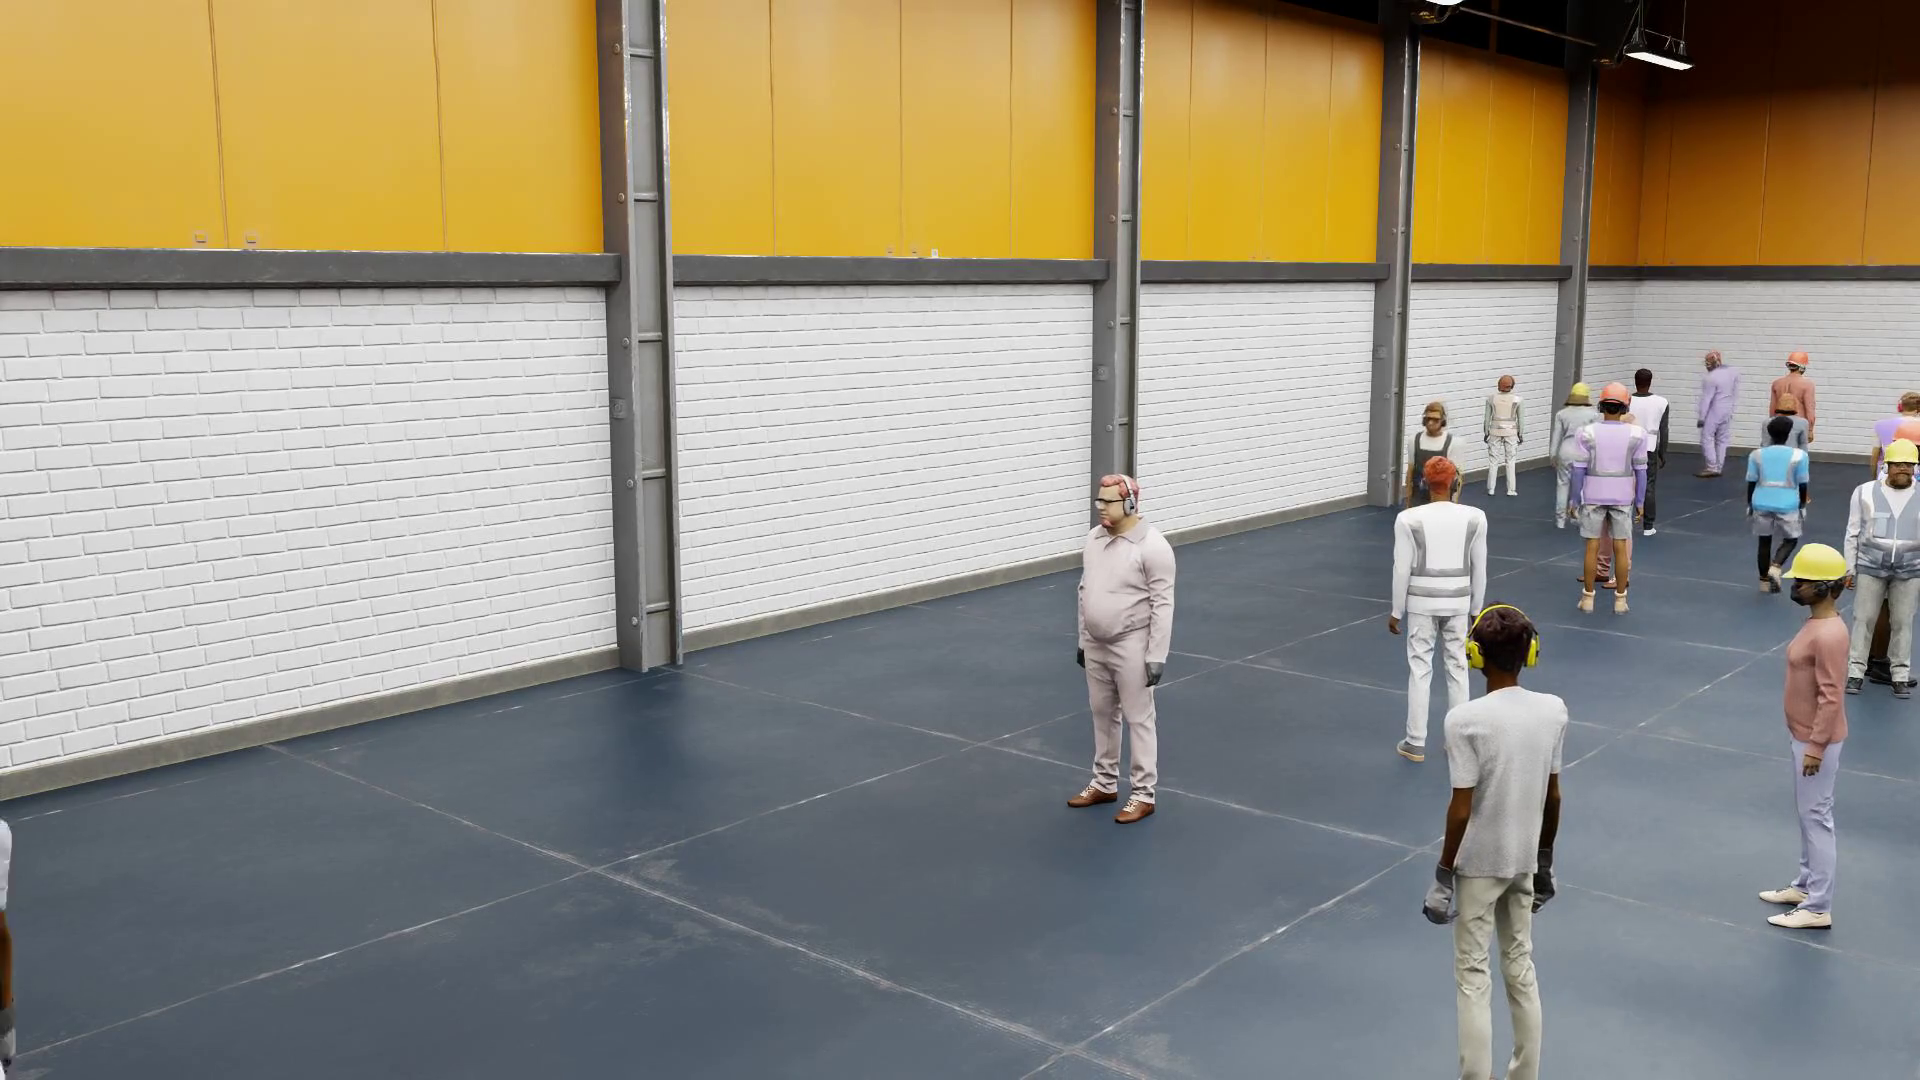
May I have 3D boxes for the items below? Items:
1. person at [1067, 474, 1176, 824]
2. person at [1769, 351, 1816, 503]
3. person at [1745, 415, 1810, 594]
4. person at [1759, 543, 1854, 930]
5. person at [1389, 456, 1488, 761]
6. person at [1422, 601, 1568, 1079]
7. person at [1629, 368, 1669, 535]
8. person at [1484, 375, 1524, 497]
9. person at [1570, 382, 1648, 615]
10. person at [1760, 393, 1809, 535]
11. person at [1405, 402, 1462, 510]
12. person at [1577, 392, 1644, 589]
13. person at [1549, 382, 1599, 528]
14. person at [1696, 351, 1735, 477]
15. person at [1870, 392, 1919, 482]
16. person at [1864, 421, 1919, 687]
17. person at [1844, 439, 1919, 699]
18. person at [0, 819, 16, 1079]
[{"bbox_3d":[0.860,0.585,9.104,0.403,1.906,0.652,-7,12,-38],"label":"person"},{"bbox_3d":[10.887,-1.473,21.746,0.378,1.996,0.611,-5,10,-30],"label":"person"},{"bbox_3d":[7.542,-0.311,15.393,0.548,1.686,0.447,8,12,40],"label":"person"},{"bbox_3d":[3.879,0.893,7.614,0.315,1.767,0.535,3,10,21],"label":"person"},{"bbox_3d":[2.922,0.423,10.187,0.573,1.886,0.353,0,9,1],"label":"person"},{"bbox_3d":[1.838,1.140,5.760,0.538,1.863,0.313,-4,10,-24],"label":"person"},{"bbox_3d":[7.792,-1.006,19.066,0.592,1.917,0.392,3,10,20],"label":"person"},{"bbox_3d":[7.324,-1.401,22.413,0.524,1.639,0.308,4,10,25],"label":"person"},{"bbox_3d":[5.697,-0.364,14.636,0.614,2.040,0.390,3,9,16],"label":"person"},{"bbox_3d":[9.425,-0.865,19.063,0.501,1.633,0.285,2,9,14],"label":"person"},{"bbox_3d":[4.264,-0.333,15.135,0.522,1.811,0.860,5,10,28],"label":"person"},{"bbox_3d":[6.229,-0.494,15.882,0.410,1.909,0.643,-2,9,-15],"label":"person"},{"bbox_3d":[7.202,-0.991,19.548,0.555,1.720,0.443,5,10,28],"label":"person"},{"bbox_3d":[11.146,-1.849,24.536,0.720,1.874,0.433,-6,11,-31],"label":"person"},{"bbox_3d":[9.318,-0.555,16.540,0.739,1.820,0.527,5,10,30],"label":"person"},{"bbox_3d":[6.843,0.093,12.125,0.374,1.930,0.542,3,10,18],"label":"person"},{"bbox_3d":[6.570,0.199,11.749,0.590,1.837,0.403,4,10,25],"label":"person"},{"bbox_3d":[-2.686,1.379,4.388,0.942,1.826,0.541,7,11,37],"label":"person"}]
